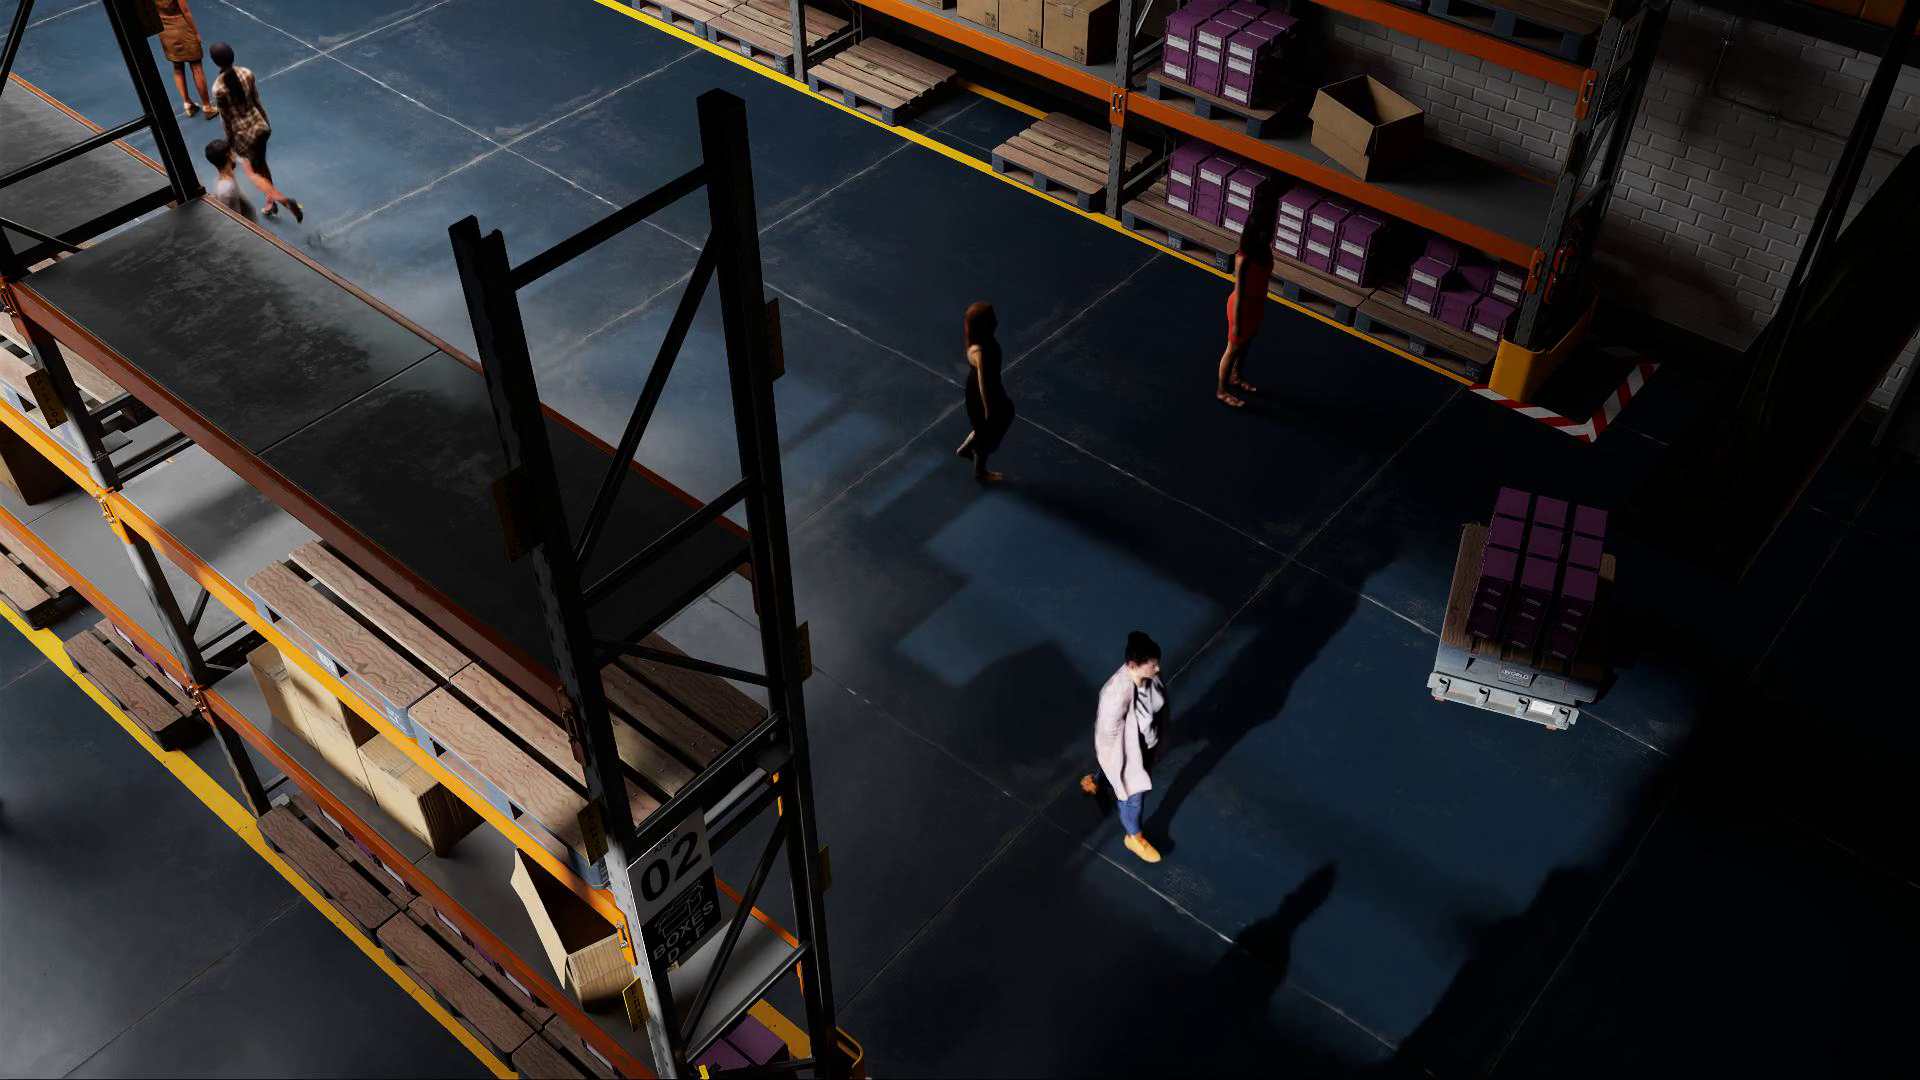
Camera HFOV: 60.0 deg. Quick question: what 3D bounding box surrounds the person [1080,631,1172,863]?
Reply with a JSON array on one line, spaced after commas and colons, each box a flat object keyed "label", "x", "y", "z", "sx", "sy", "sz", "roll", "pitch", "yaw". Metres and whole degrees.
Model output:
[{"label": "person", "x": 0.957, "y": 1.133, "z": 9.824, "sx": 0.918, "sy": 1.726, "sz": 0.684, "roll": 28, "pitch": 50, "yaw": 26}]

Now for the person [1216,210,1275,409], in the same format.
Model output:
[{"label": "person", "x": 2.217, "y": -1.806, "z": 12.915, "sx": 0.533, "sy": 1.718, "sz": 0.591, "roll": 25, "pitch": 49, "yaw": 24}]

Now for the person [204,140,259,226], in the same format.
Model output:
[{"label": "person", "x": -5.840, "y": -2.405, "z": 13.572, "sx": 0.892, "sy": 1.680, "sz": 0.733, "roll": -3, "pitch": 44, "yaw": -4}]

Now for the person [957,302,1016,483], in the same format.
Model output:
[{"label": "person", "x": 0.090, "y": -1.082, "z": 12.230, "sx": 0.810, "sy": 1.613, "sz": 0.750, "roll": 3, "pitch": 44, "yaw": 3}]

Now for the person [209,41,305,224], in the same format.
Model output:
[{"label": "person", "x": -6.213, "y": -3.533, "z": 14.685, "sx": 0.956, "sy": 1.777, "sz": 0.645, "roll": 25, "pitch": 49, "yaw": 24}]

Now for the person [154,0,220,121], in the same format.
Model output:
[{"label": "person", "x": -7.624, "y": -4.922, "z": 16.226, "sx": 0.584, "sy": 1.661, "sz": 0.695, "roll": 9, "pitch": 44, "yaw": 9}]
